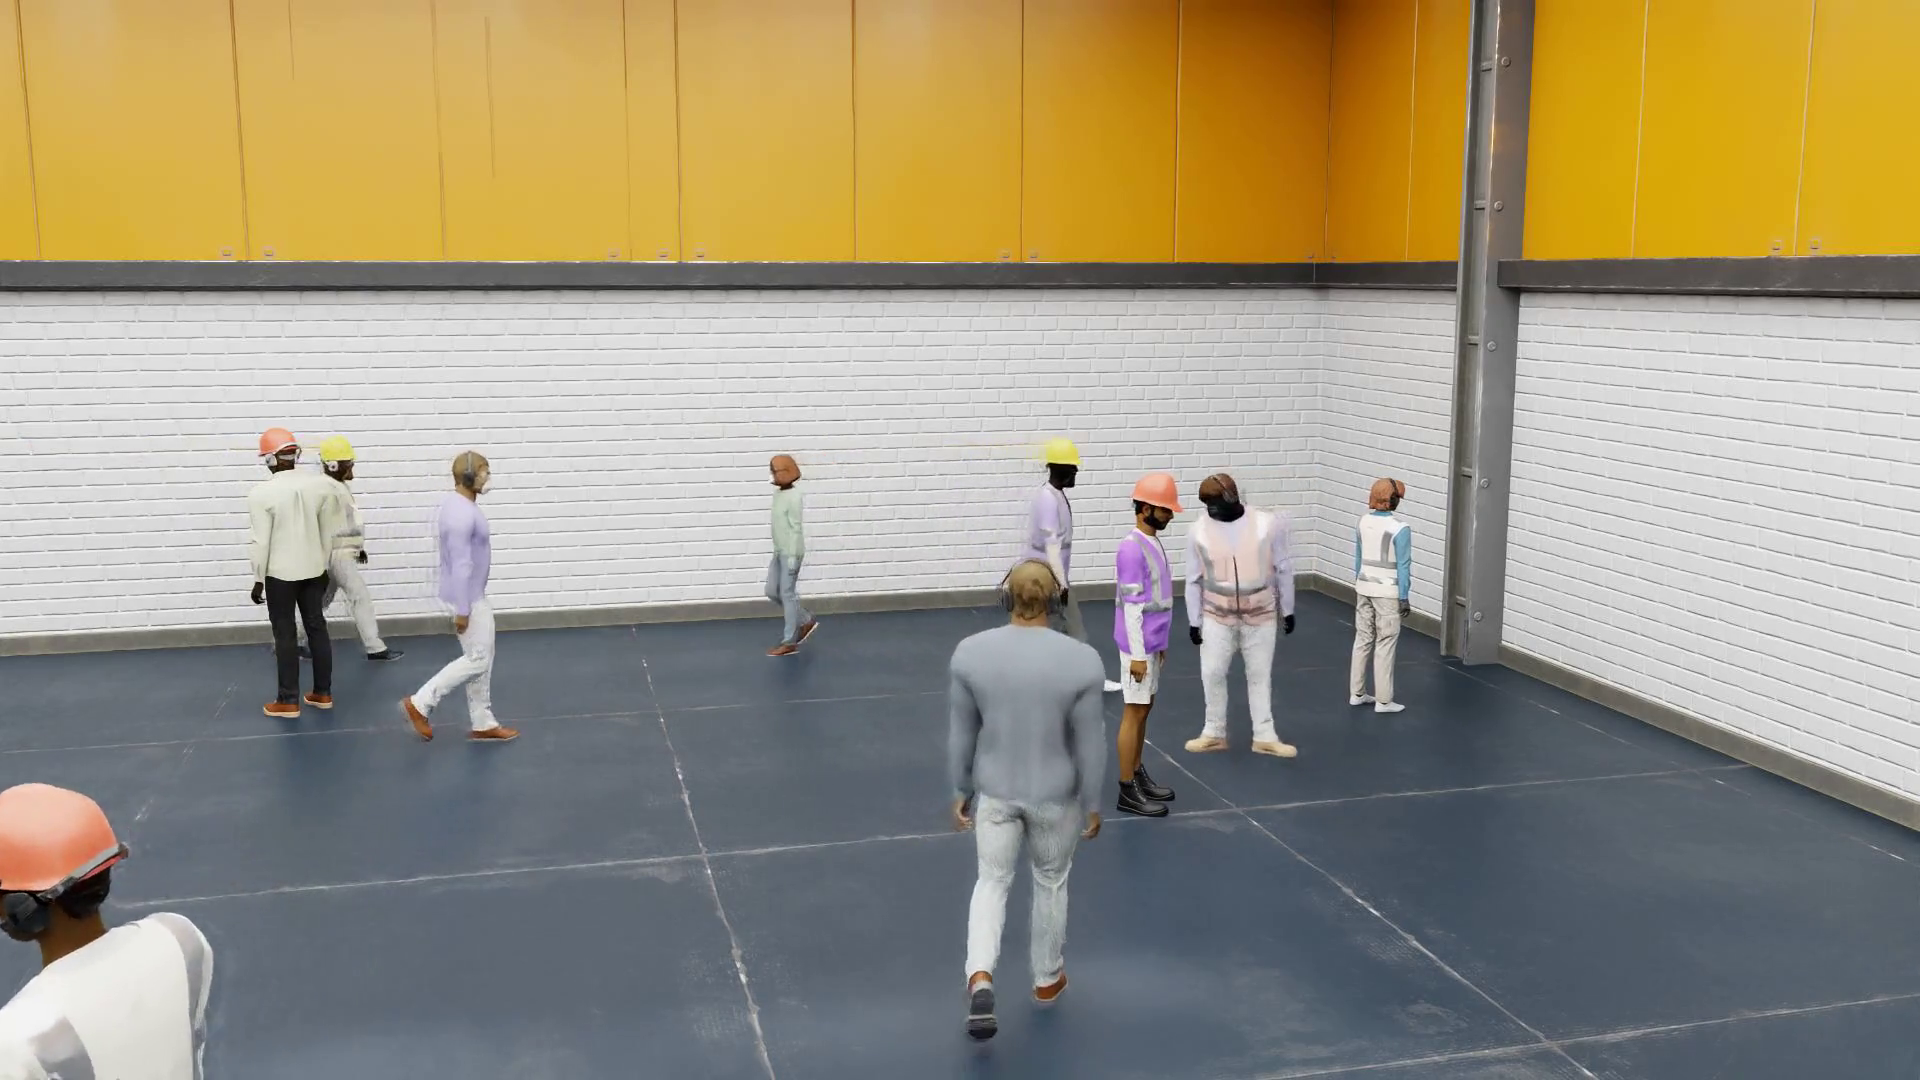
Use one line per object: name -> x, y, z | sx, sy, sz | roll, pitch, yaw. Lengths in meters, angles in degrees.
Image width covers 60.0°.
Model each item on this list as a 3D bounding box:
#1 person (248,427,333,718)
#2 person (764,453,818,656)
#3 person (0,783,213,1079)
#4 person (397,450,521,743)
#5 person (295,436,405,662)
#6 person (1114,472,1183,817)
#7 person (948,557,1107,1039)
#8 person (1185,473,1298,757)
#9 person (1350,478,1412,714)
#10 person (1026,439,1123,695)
person -> -4.591, 0.219, 11.415 | 0.386, 1.989, 0.606 | 6, 11, 32
person -> -1.358, 0.116, 13.210 | 0.392, 1.620, 0.500 | -5, 10, -27
person -> -1.740, 1.480, 3.527 | 1.005, 2.008, 0.616 | 3, 10, 19
person -> -3.212, 0.383, 10.615 | 0.646, 1.919, 0.628 | -3, 9, -16
person -> -4.874, 0.083, 12.906 | 0.927, 1.793, 0.597 | -3, 9, -16
person -> 1.060, 0.576, 9.374 | 0.366, 1.931, 0.542 | 3, 9, 16
person -> 0.258, 1.021, 6.638 | 0.647, 1.919, 0.806 | 2, 9, 14
person -> 1.781, 0.483, 10.380 | 0.751, 1.809, 0.433 | 2, 9, 11
person -> 2.911, 0.383, 11.514 | 0.314, 1.629, 0.508 | -4, 10, -26
person -> 0.668, 0.213, 11.825 | 1.008, 1.870, 0.615 | 2, 9, 10
